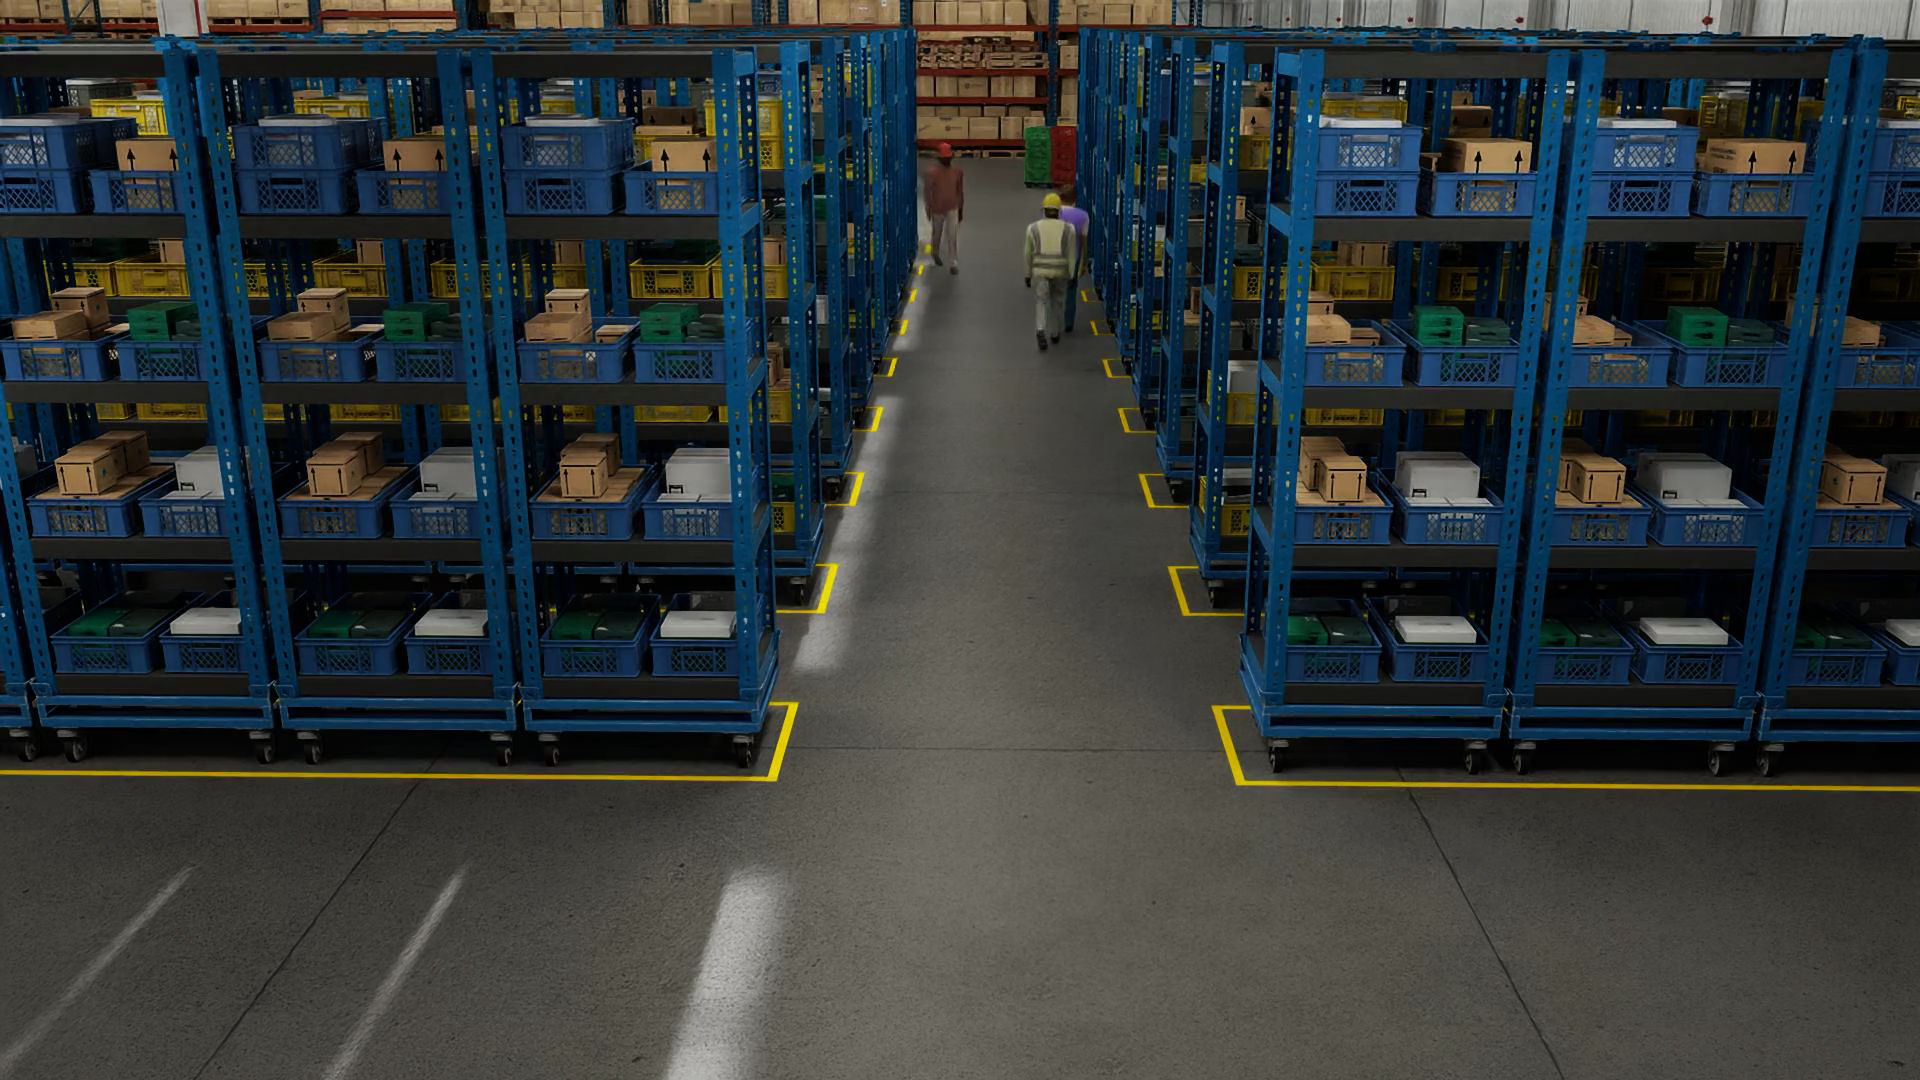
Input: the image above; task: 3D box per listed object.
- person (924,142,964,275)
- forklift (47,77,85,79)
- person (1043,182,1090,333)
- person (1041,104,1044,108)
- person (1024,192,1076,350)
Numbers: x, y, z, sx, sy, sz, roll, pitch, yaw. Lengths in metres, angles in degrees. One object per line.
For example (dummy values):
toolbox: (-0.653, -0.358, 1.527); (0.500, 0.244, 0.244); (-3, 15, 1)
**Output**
person: (-0.255, -5.053, 25.273); (0.630, 1.965, 0.850); (-3, 18, -10)
forklift: (-23.654, -11.475, 44.210); (1.873, 2.768, 1.129); (12, 21, 35)
person: (1.283, -3.415, 20.244); (0.582, 1.830, 0.499); (1, 17, 4)
person: (2.799, -14.871, 56.946); (0.861, 1.709, 0.576); (-2, 18, -6)
person: (1.044, -3.134, 19.397); (0.599, 1.808, 0.812); (2, 17, 5)
